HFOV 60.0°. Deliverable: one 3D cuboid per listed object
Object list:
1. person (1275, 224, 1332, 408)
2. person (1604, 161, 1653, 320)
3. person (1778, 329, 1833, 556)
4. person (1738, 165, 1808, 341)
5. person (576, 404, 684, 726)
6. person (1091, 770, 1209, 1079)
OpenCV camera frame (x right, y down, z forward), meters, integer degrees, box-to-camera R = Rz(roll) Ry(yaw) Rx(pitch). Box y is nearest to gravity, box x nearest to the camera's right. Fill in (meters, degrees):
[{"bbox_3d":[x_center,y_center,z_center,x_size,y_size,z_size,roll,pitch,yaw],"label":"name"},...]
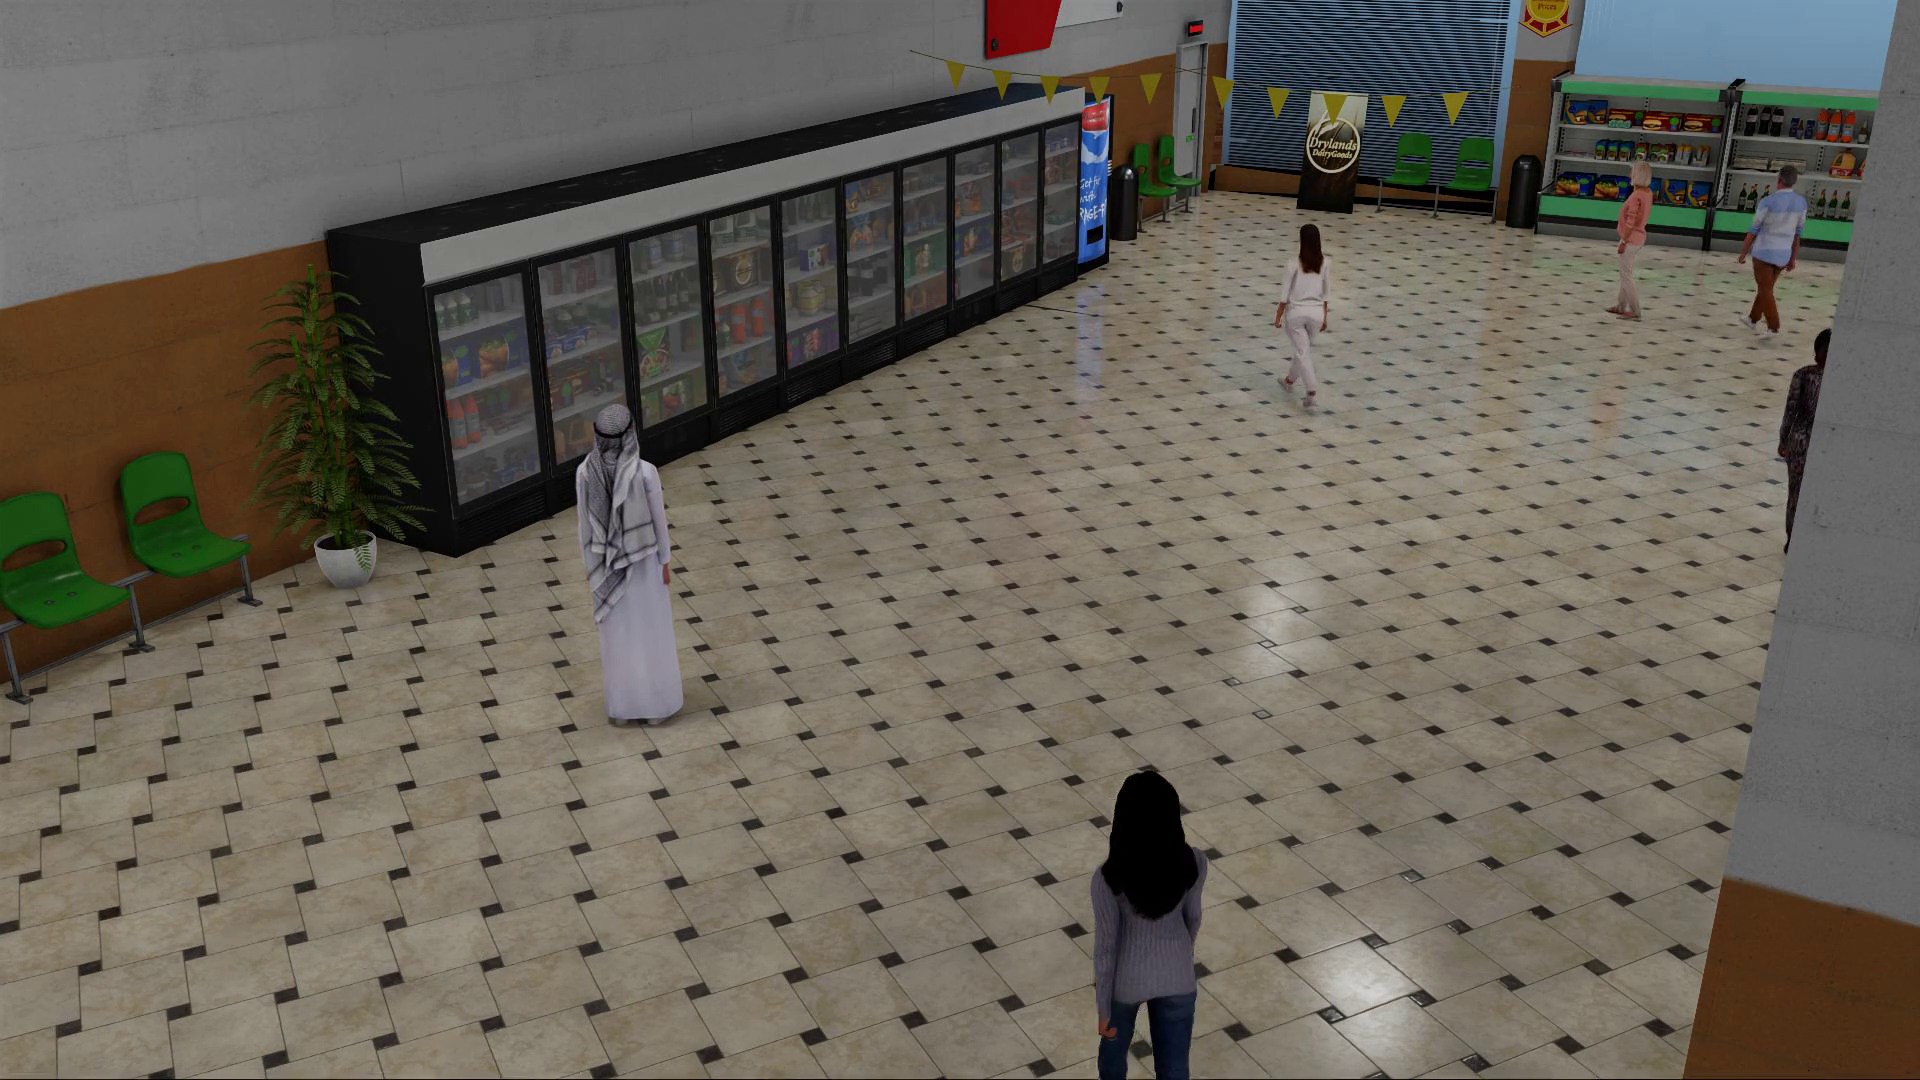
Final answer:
[{"bbox_3d":[3.184,-2.009,15.207,1.106,1.647,1.149,-5,22,-12],"label":"person"},{"bbox_3d":[7.414,-3.277,18.344,0.721,1.661,0.651,17,28,37],"label":"person"},{"bbox_3d":[6.006,-0.629,11.693,0.644,1.707,0.696,9,24,21],"label":"person"},{"bbox_3d":[8.517,-2.954,17.373,1.202,1.786,1.200,-3,22,-8],"label":"person"},{"bbox_3d":[-1.892,0.151,9.455,0.731,1.927,0.843,2,22,4],"label":"person"},{"bbox_3d":[0.713,1.670,5.983,1.145,1.698,1.150,-4,22,-9],"label":"person"}]
